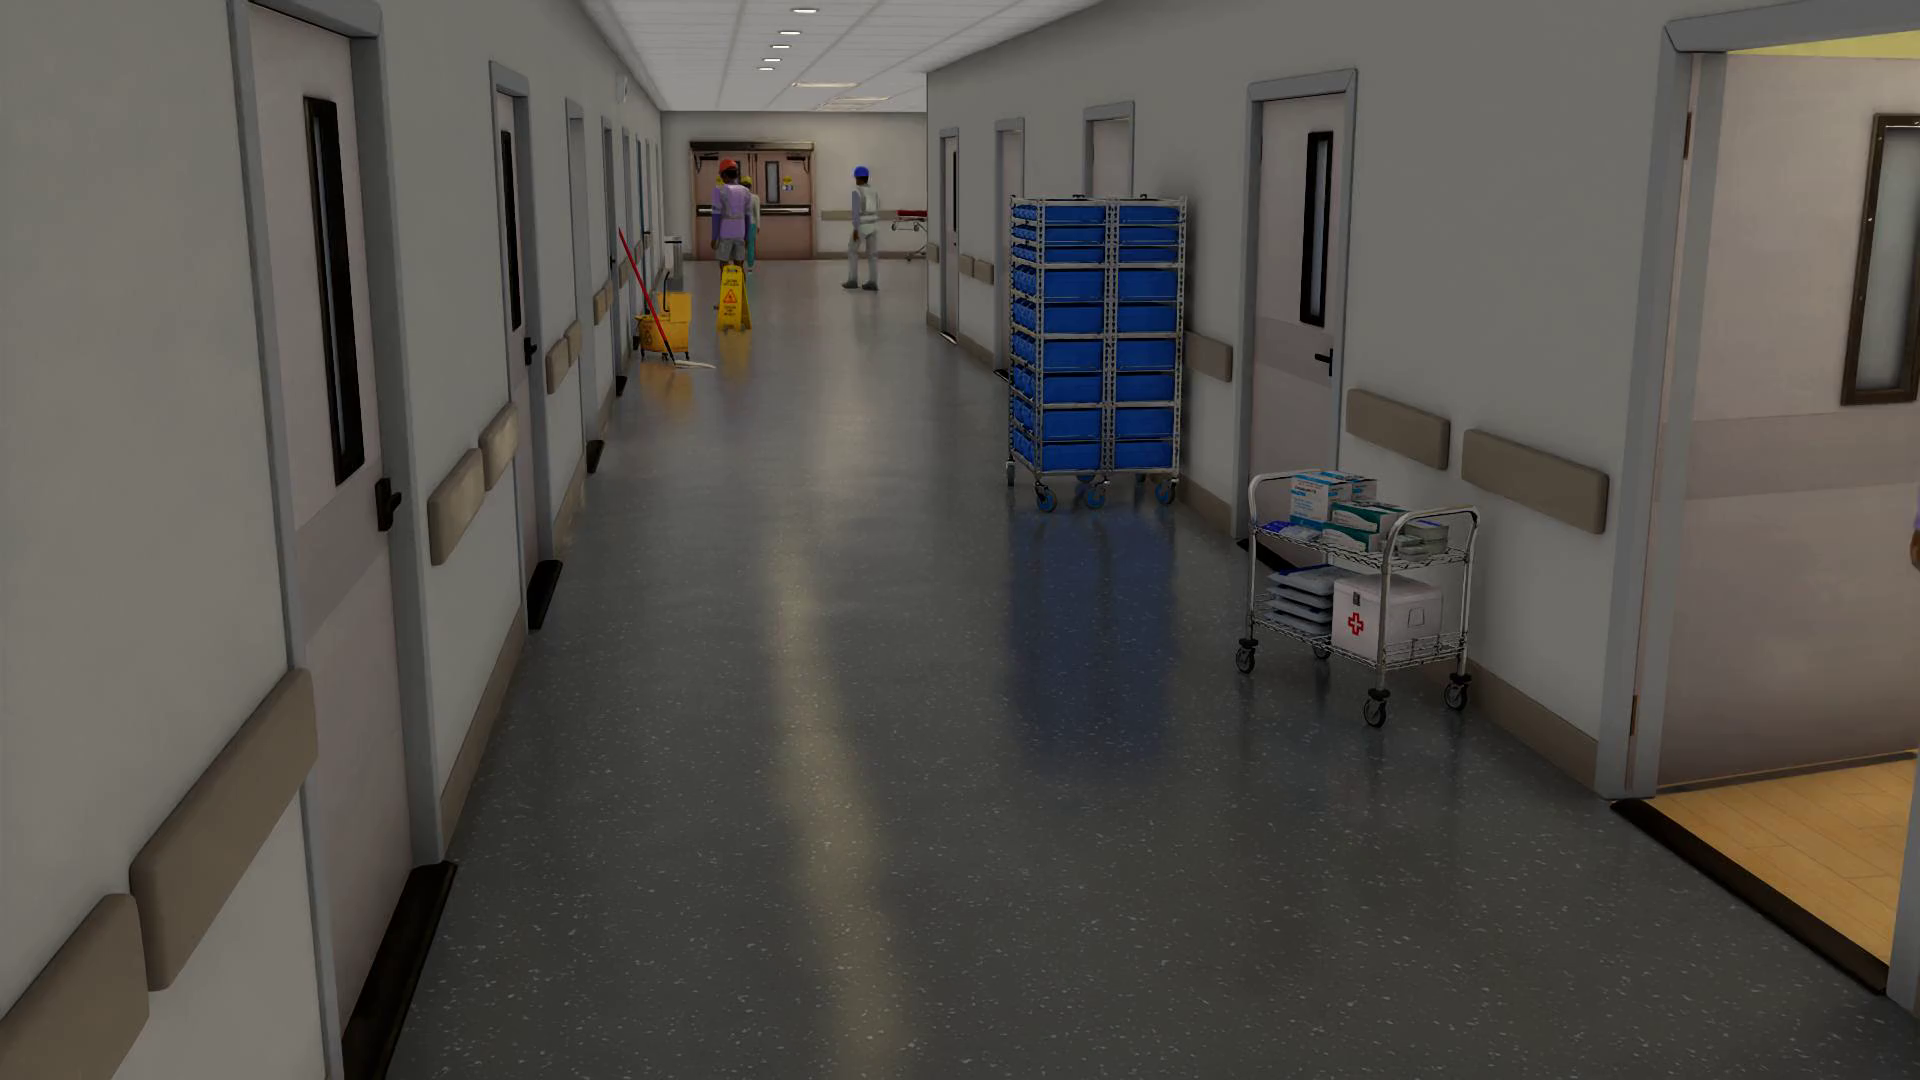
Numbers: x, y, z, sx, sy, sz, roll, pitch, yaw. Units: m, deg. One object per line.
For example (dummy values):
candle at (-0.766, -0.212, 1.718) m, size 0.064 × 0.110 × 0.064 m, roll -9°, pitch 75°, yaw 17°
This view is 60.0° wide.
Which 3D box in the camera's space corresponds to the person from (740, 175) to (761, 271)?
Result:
person at (-3.946, -5.835, 30.699) m, size 0.547 × 1.751 × 0.414 m, roll -1°, pitch 13°, yaw -4°

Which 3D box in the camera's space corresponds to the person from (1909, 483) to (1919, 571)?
person at (2.931, -0.033, 4.561) m, size 0.501 × 1.918 × 0.655 m, roll -5°, pitch 14°, yaw -23°

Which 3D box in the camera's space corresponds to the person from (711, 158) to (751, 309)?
person at (-3.124, -4.152, 22.622) m, size 0.614 × 2.031 × 0.403 m, roll -12°, pitch 17°, yaw -42°

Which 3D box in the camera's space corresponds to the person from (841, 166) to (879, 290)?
person at (-1.587, -4.901, 26.167) m, size 0.755 × 1.921 × 0.652 m, roll 10°, pitch 16°, yaw 38°
